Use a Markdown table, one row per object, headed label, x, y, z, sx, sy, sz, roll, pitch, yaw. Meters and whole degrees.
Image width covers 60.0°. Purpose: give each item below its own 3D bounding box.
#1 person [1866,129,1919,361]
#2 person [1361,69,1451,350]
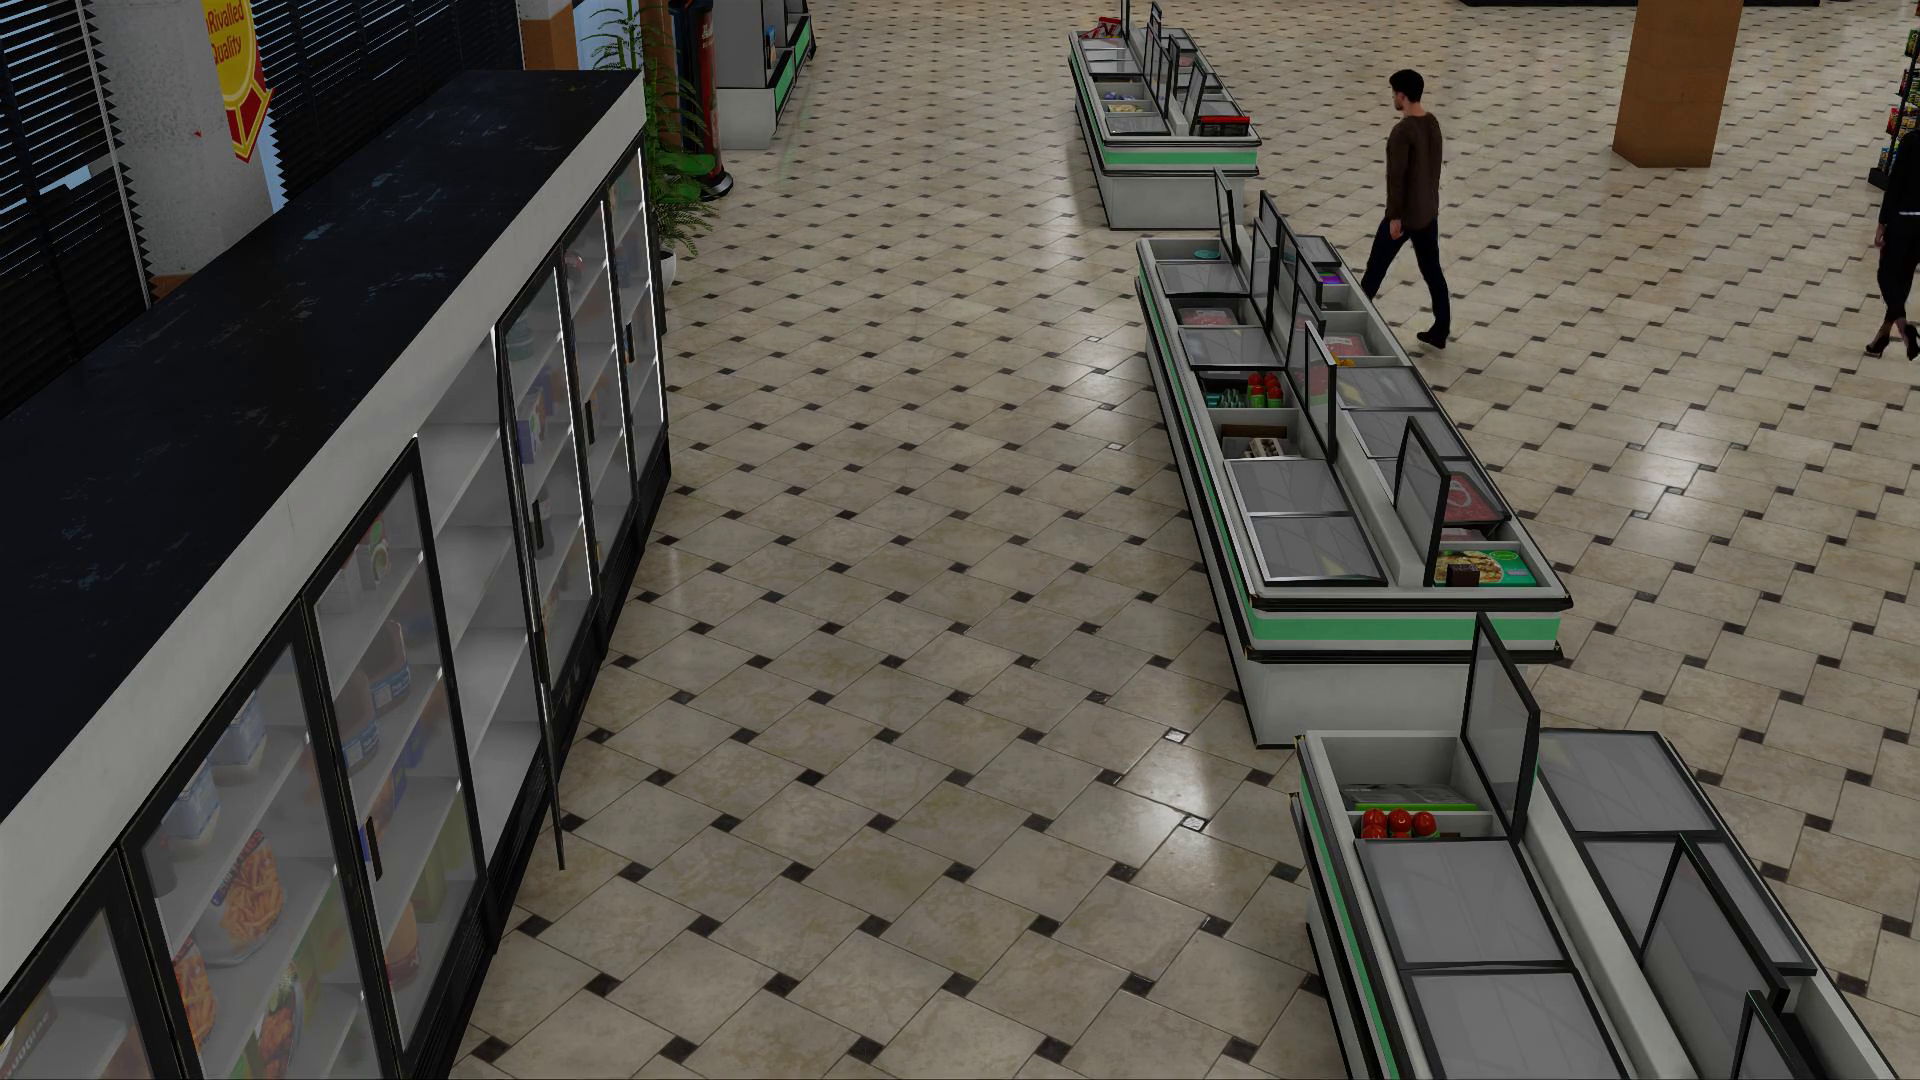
| label | x | y | z | sx | sy | sz | roll | pitch | yaw |
| --- | --- | --- | --- | --- | --- | --- | --- | --- | --- |
| person | 6.216 | -1.972 | 10.780 | 0.647 | 1.812 | 0.936 | 2 | 27 | 4 |
| person | 3.077 | -2.141 | 11.100 | 1.192 | 1.825 | 1.267 | -22 | 34 | -36 |
